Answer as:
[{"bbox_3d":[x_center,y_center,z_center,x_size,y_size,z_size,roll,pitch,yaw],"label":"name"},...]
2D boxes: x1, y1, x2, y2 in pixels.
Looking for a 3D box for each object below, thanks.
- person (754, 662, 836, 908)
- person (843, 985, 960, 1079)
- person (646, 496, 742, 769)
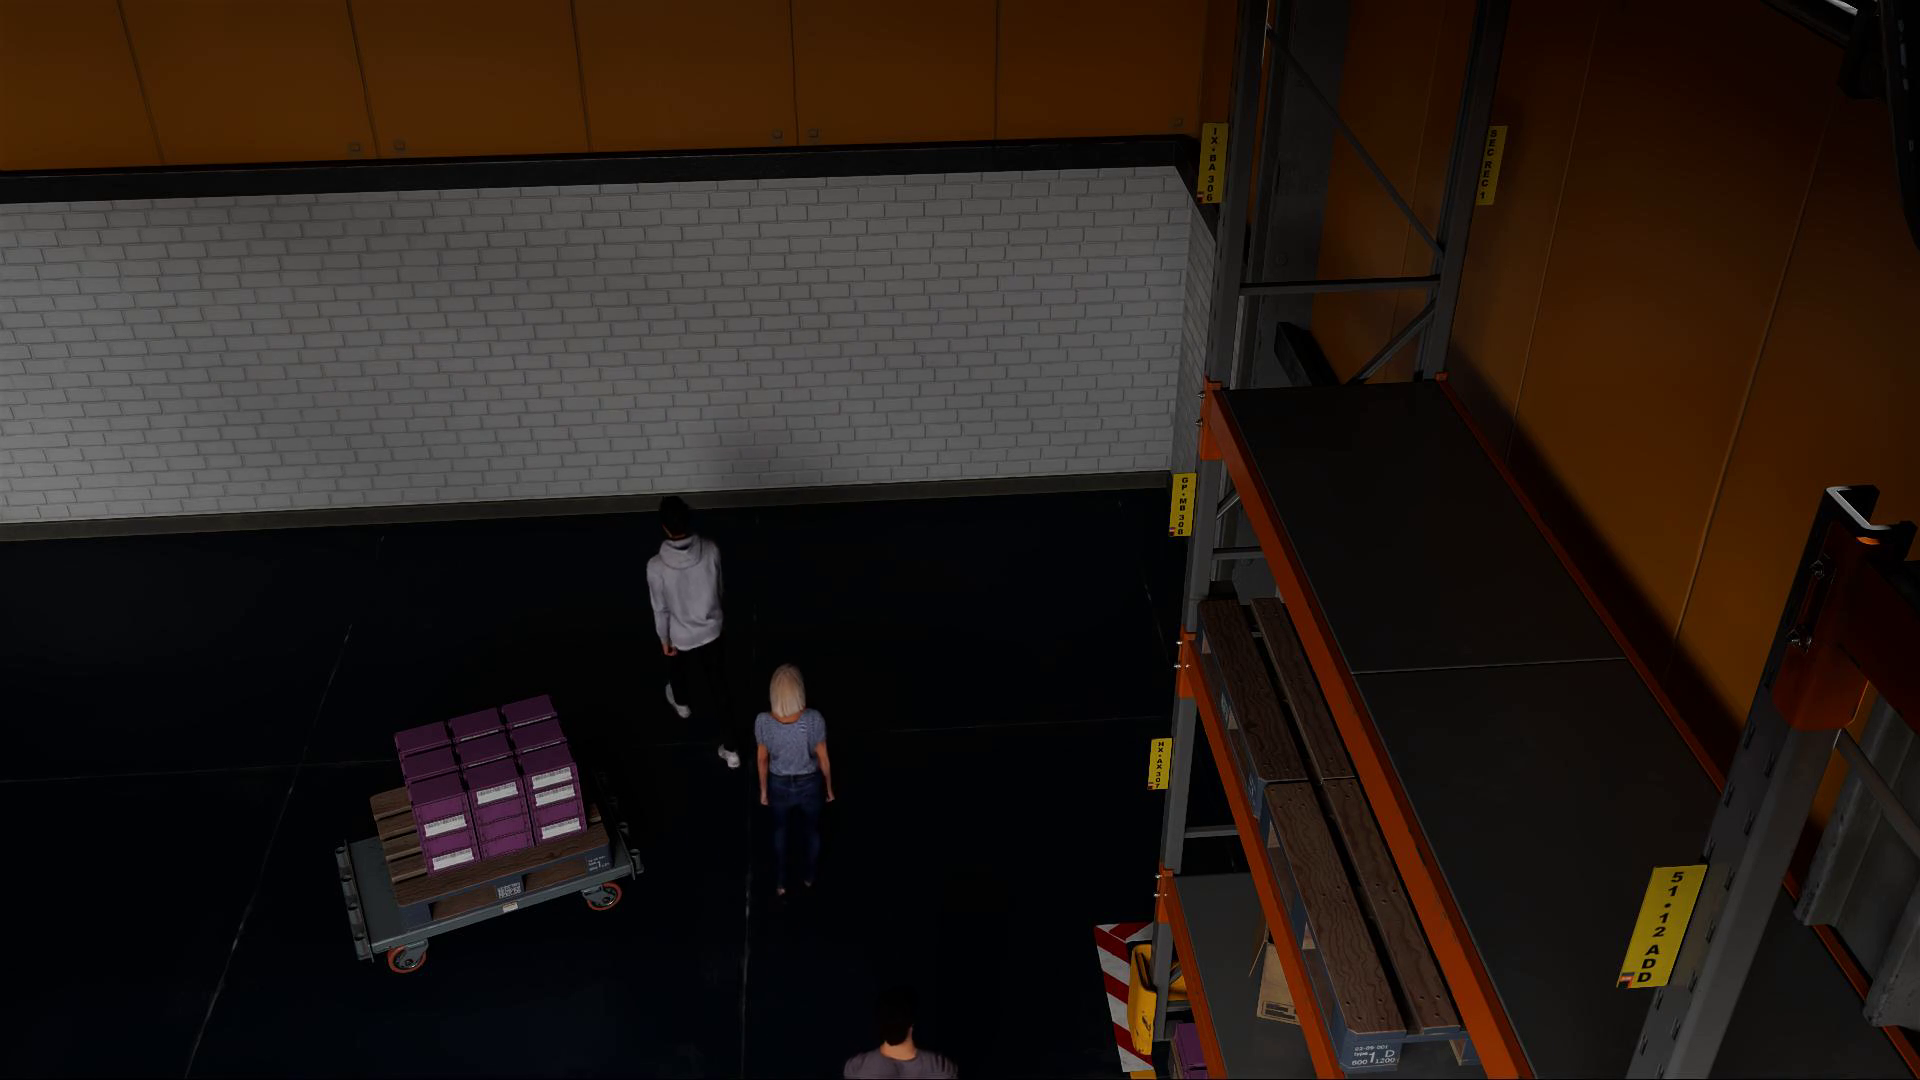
[{"bbox_3d":[-0.949,1.471,9.595,0.644,1.713,0.823,2,34,2],"label":"person"},{"bbox_3d":[-0.251,2.737,7.567,0.683,1.851,0.551,0,34,0],"label":"person"},{"bbox_3d":[-1.666,0.621,10.722,0.964,1.882,1.341,-14,36,-20],"label":"person"}]
